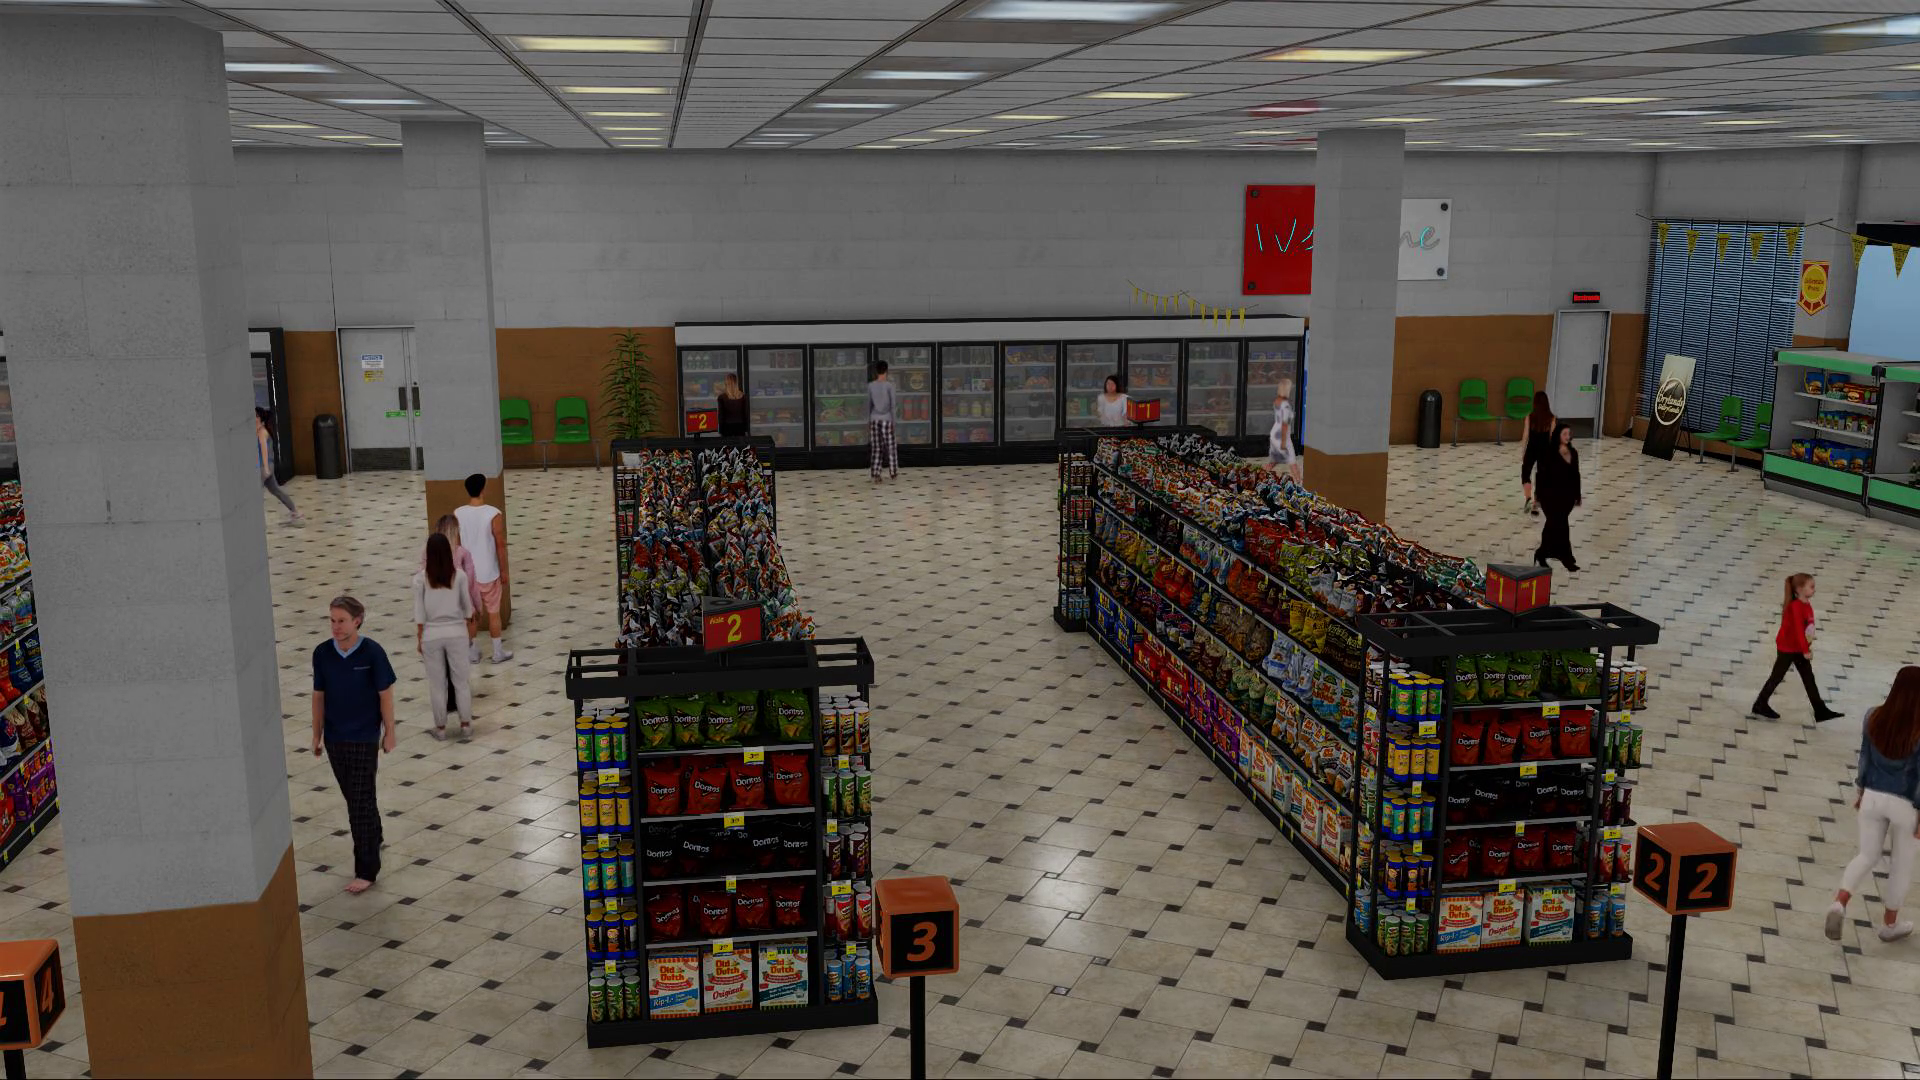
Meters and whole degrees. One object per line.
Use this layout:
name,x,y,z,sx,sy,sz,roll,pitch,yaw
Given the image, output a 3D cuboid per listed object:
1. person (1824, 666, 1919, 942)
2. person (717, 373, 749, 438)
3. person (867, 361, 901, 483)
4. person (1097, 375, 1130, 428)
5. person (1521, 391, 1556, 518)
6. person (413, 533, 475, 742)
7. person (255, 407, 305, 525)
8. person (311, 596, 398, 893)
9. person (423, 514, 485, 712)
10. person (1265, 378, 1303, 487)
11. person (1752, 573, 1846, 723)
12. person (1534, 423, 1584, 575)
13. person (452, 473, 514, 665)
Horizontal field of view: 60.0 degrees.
person,5.348,1.566,9.644,0.909,1.683,0.995,-7,14,-30
person,-3.378,-1.625,24.773,0.633,1.692,0.542,-4,13,-19
person,-1.205,-1.759,25.106,0.933,1.816,1.106,4,13,18
person,2.333,-1.670,25.127,1.010,1.634,1.180,5,13,21
person,7.781,-1.132,22.384,0.763,1.713,0.903,3,12,15
person,-4.151,0.772,13.397,0.651,1.689,0.604,-5,13,-23
person,-9.039,-0.939,21.790,0.734,1.580,1.032,-4,13,-19
person,-3.880,1.252,10.720,0.876,1.854,1.067,2,12,7
person,-4.343,0.625,14.130,0.769,1.675,0.939,1,12,6
person,4.520,-1.427,23.778,0.751,1.715,0.985,-4,13,-19
person,6.862,0.909,13.820,0.960,1.246,0.827,11,16,43
person,6.839,-0.473,19.248,0.865,1.715,1.127,-6,13,-26
person,-4.485,0.272,15.529,0.697,1.788,0.671,1,12,6
